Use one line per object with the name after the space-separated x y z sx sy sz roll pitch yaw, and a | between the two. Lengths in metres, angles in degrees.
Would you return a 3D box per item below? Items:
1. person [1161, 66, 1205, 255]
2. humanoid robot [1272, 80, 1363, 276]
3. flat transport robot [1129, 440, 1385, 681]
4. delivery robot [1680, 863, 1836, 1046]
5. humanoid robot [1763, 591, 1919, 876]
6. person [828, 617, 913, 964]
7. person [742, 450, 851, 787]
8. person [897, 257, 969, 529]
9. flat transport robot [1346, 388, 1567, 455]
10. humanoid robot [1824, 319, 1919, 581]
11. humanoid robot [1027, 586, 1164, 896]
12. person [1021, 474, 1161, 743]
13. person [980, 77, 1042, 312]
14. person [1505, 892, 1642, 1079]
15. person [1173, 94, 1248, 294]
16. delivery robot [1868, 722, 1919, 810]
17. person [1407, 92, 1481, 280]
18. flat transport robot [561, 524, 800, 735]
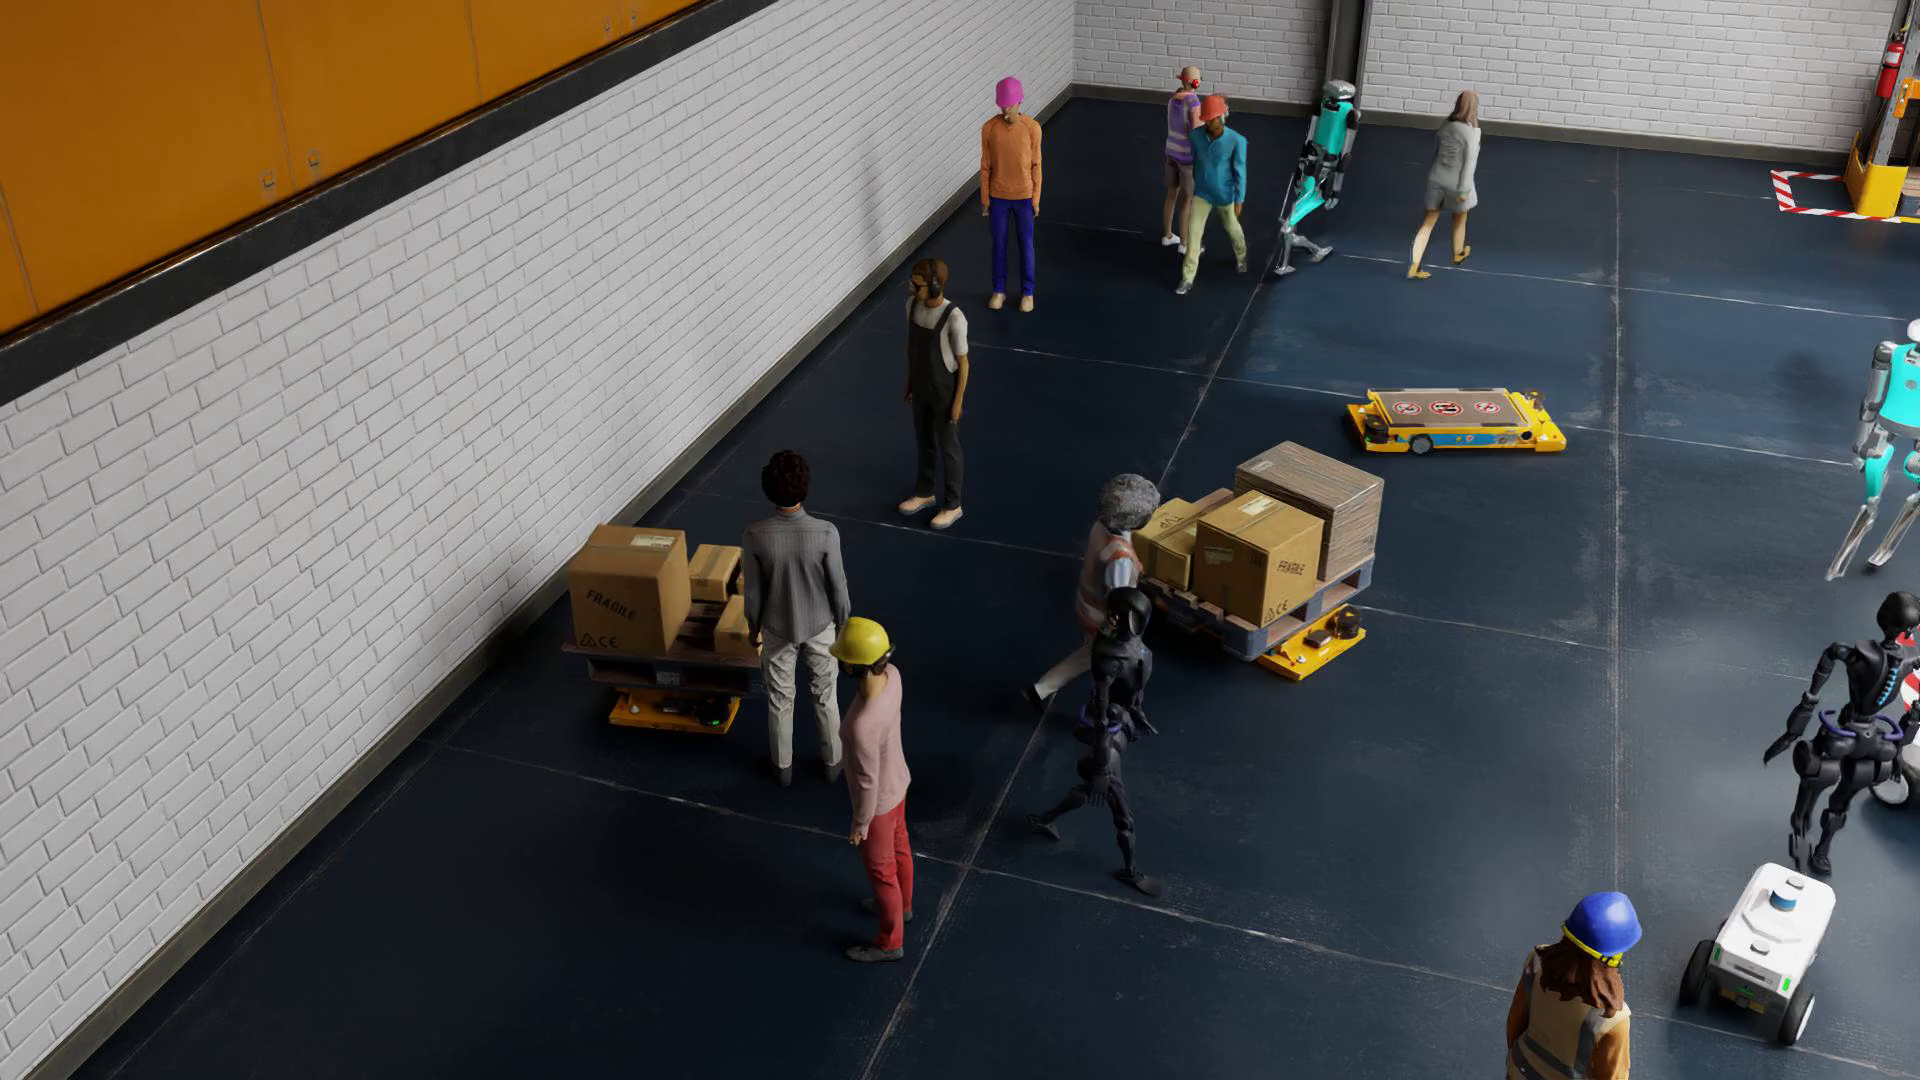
2.032 -3.435 15.062 0.350 1.694 0.478 -16 34 -25 | person
2.997 -3.062 14.378 1.015 1.718 0.538 -18 35 -28 | humanoid robot
1.658 0.366 10.002 0.659 0.231 1.431 -26 39 -37 | flat transport robot
3.538 1.793 7.312 0.512 0.614 0.785 22 37 33 | delivery robot
4.067 0.950 7.650 0.608 1.653 0.600 2 31 4 | humanoid robot
-0.389 1.099 7.278 0.329 1.767 0.526 7 31 11 | person
-0.809 0.421 8.300 0.532 1.901 0.395 -2 30 -3 | person
-0.166 -0.947 10.685 0.346 1.842 0.504 -27 40 -37 | person
3.600 -0.866 12.098 1.431 0.231 0.659 0 30 -1 | flat transport robot
5.767 -0.548 10.136 0.814 1.804 0.541 -26 39 -37 | humanoid robot
0.664 0.899 7.775 0.751 1.654 0.593 12 32 19 | humanoid robot
0.682 0.388 8.584 0.606 1.659 0.487 -4 31 -6 | person
0.418 -2.870 13.834 0.516 1.973 0.400 4 31 7 | person
2.107 1.931 5.851 0.310 1.778 0.462 -18 35 -28 | person
2.236 -3.047 14.407 0.563 1.690 0.982 18 35 27 | person
5.051 1.181 8.325 0.499 0.586 0.772 -16 34 -25 | delivery robot
4.304 -3.121 14.614 0.942 1.587 0.497 -26 39 -37 | person
-1.485 0.612 9.584 0.659 0.231 1.431 4 31 7 | flat transport robot
